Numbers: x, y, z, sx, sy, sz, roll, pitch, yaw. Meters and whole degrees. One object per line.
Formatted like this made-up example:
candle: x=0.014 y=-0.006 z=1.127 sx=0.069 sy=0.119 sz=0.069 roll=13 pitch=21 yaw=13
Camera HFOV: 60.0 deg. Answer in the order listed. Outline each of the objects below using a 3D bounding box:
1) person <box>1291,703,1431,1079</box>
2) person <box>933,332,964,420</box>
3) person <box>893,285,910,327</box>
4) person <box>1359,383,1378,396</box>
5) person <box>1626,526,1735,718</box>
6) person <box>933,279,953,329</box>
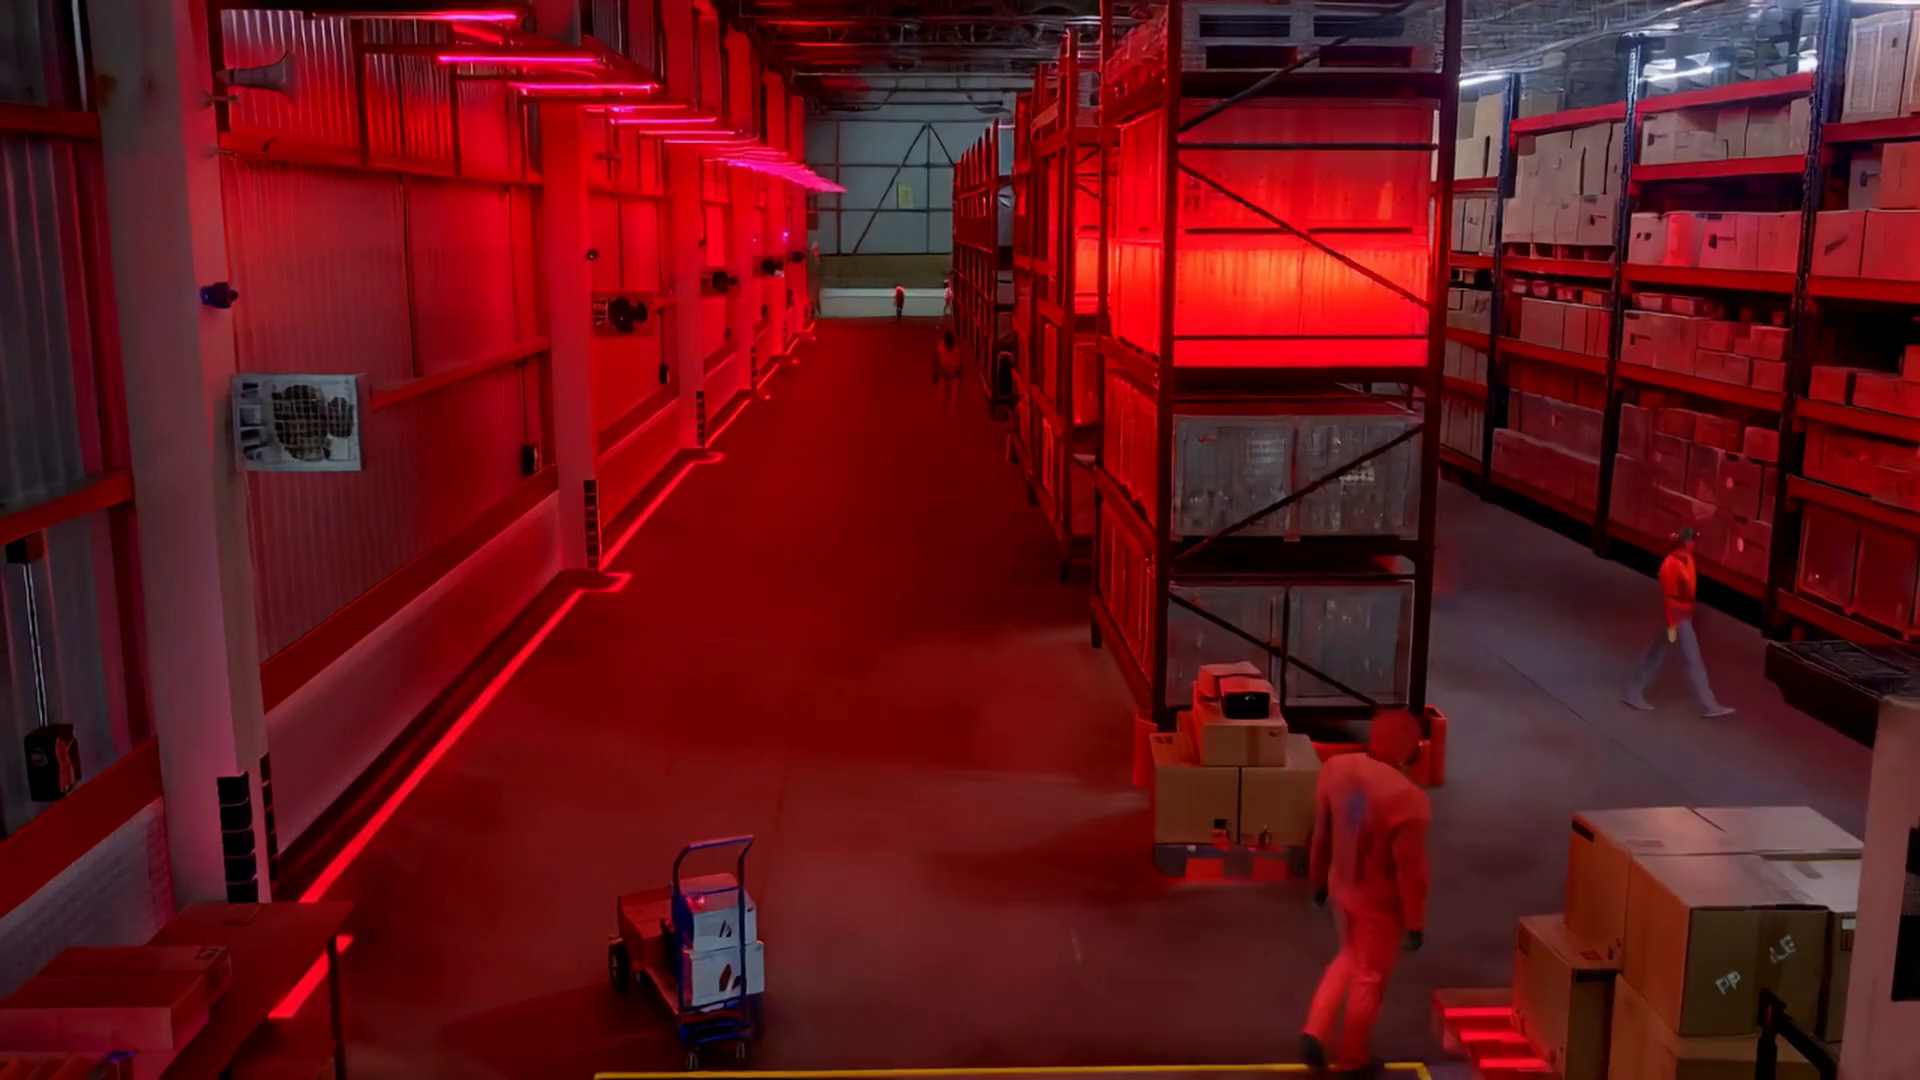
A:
person: x=1.892 y=1.666 z=7.694 sx=0.475 sy=1.909 sz=0.646 roll=-6 pitch=13 yaw=-30
person: x=-0.232 y=-3.357 z=34.100 sx=0.623 sy=1.818 sz=0.448 roll=-3 pitch=11 yaw=-15
person: x=-2.275 y=-9.008 z=64.007 sx=0.590 sy=1.626 sz=0.524 roll=1 pitch=11 yaw=6
person: x=6.769 y=-2.166 z=27.624 sx=0.383 sy=1.918 sz=0.597 roll=3 pitch=11 yaw=14
person: x=5.925 y=0.676 z=13.660 sx=0.538 sy=1.587 sz=0.872 roll=-10 pitch=15 yaw=-41
person: x=-0.486 y=-8.831 z=62.373 sx=1.025 sy=1.882 sz=0.561 roll=-1 pitch=11 yaw=-7
